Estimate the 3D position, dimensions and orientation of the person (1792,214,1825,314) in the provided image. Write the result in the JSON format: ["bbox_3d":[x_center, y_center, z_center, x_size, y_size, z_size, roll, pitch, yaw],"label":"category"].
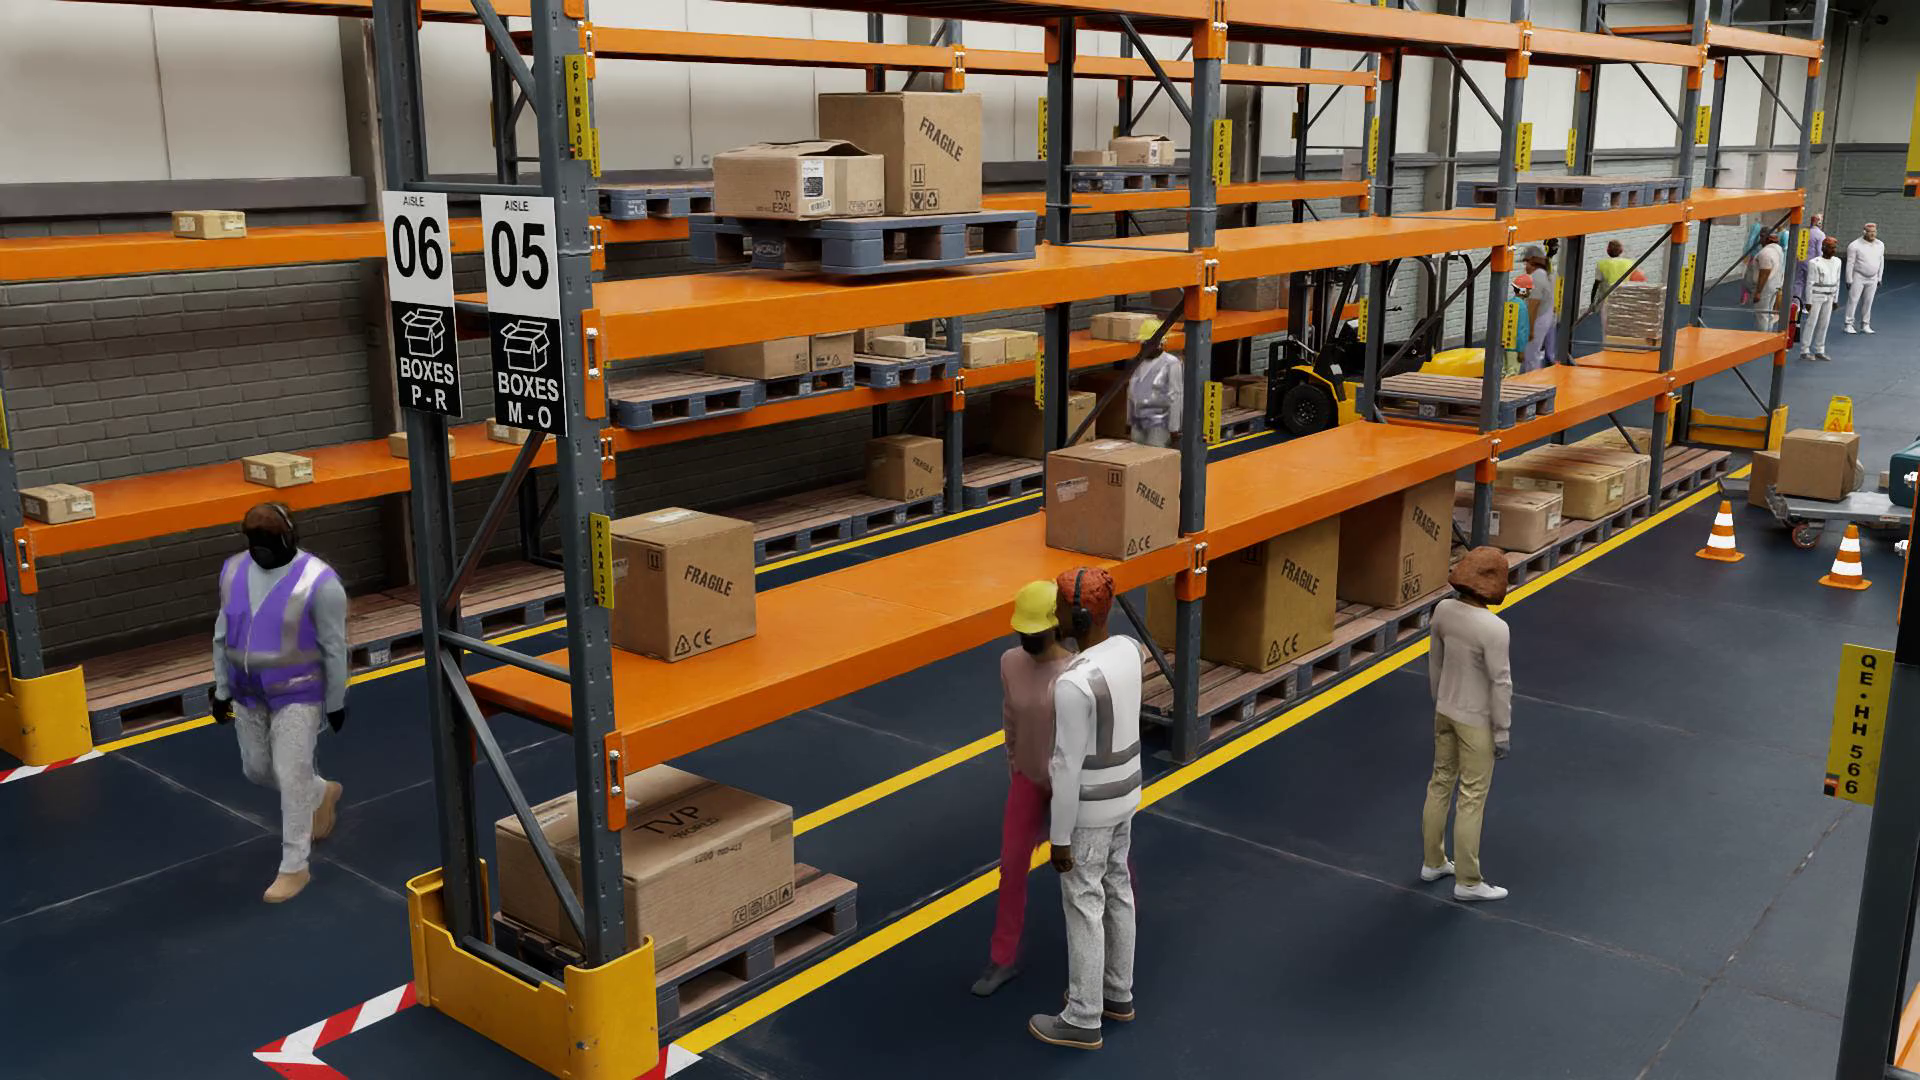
[{"bbox_3d":[16.343,-5.301,31.956,0.399,1.900,0.644,-4,14,-17],"label":"person"}]

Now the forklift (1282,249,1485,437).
[{"bbox_3d":[4.886,-2.214,18.767,2.313,2.155,1.214,11,18,38],"label":"forklift"}]

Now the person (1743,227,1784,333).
[{"bbox_3d":[12.619,-3.963,26.205,0.536,2.000,0.680,12,18,41],"label":"person"}]

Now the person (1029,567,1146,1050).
[{"bbox_3d":[0.496,1.009,6.298,0.358,1.880,0.575,8,16,30],"label":"person"}]

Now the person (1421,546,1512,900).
[{"bbox_3d":[2.316,0.822,7.560,0.279,1.633,0.499,-5,15,-21],"label":"person"}]

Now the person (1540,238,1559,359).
[{"bbox_3d":[9.025,-3.723,25.580,0.528,1.871,0.323,-12,18,-41],"label":"person"}]

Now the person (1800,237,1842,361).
[{"bbox_3d":[13.122,-3.663,25.333,0.568,1.878,0.351,-4,14,-17],"label":"person"}]

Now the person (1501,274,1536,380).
[{"bbox_3d":[6.826,-2.382,20.386,0.359,1.743,0.563,0,14,2],"label":"person"}]

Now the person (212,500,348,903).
[{"bbox_3d":[-3.124,0.690,7.719,0.629,1.814,0.738,4,14,15],"label":"person"}]

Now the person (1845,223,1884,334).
[{"bbox_3d":[15.642,-4.518,28.768,0.649,1.902,0.400,-1,14,-4],"label":"person"}]

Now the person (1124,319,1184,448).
[{"bbox_3d":[1.750,-1.082,14.946,0.499,1.819,0.598,-10,17,-36],"label":"person"}]

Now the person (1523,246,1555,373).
[{"bbox_3d":[7.332,-2.767,21.335,0.534,2.000,0.724,6,15,22],"label":"person"}]

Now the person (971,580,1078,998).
[{"bbox_3d":[0.412,0.956,6.840,0.524,1.720,0.887,11,18,38],"label":"person"}]

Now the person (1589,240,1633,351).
[{"bbox_3d":[9.900,-3.661,25.405,0.596,1.823,0.642,-1,14,-4],"label":"person"}]
